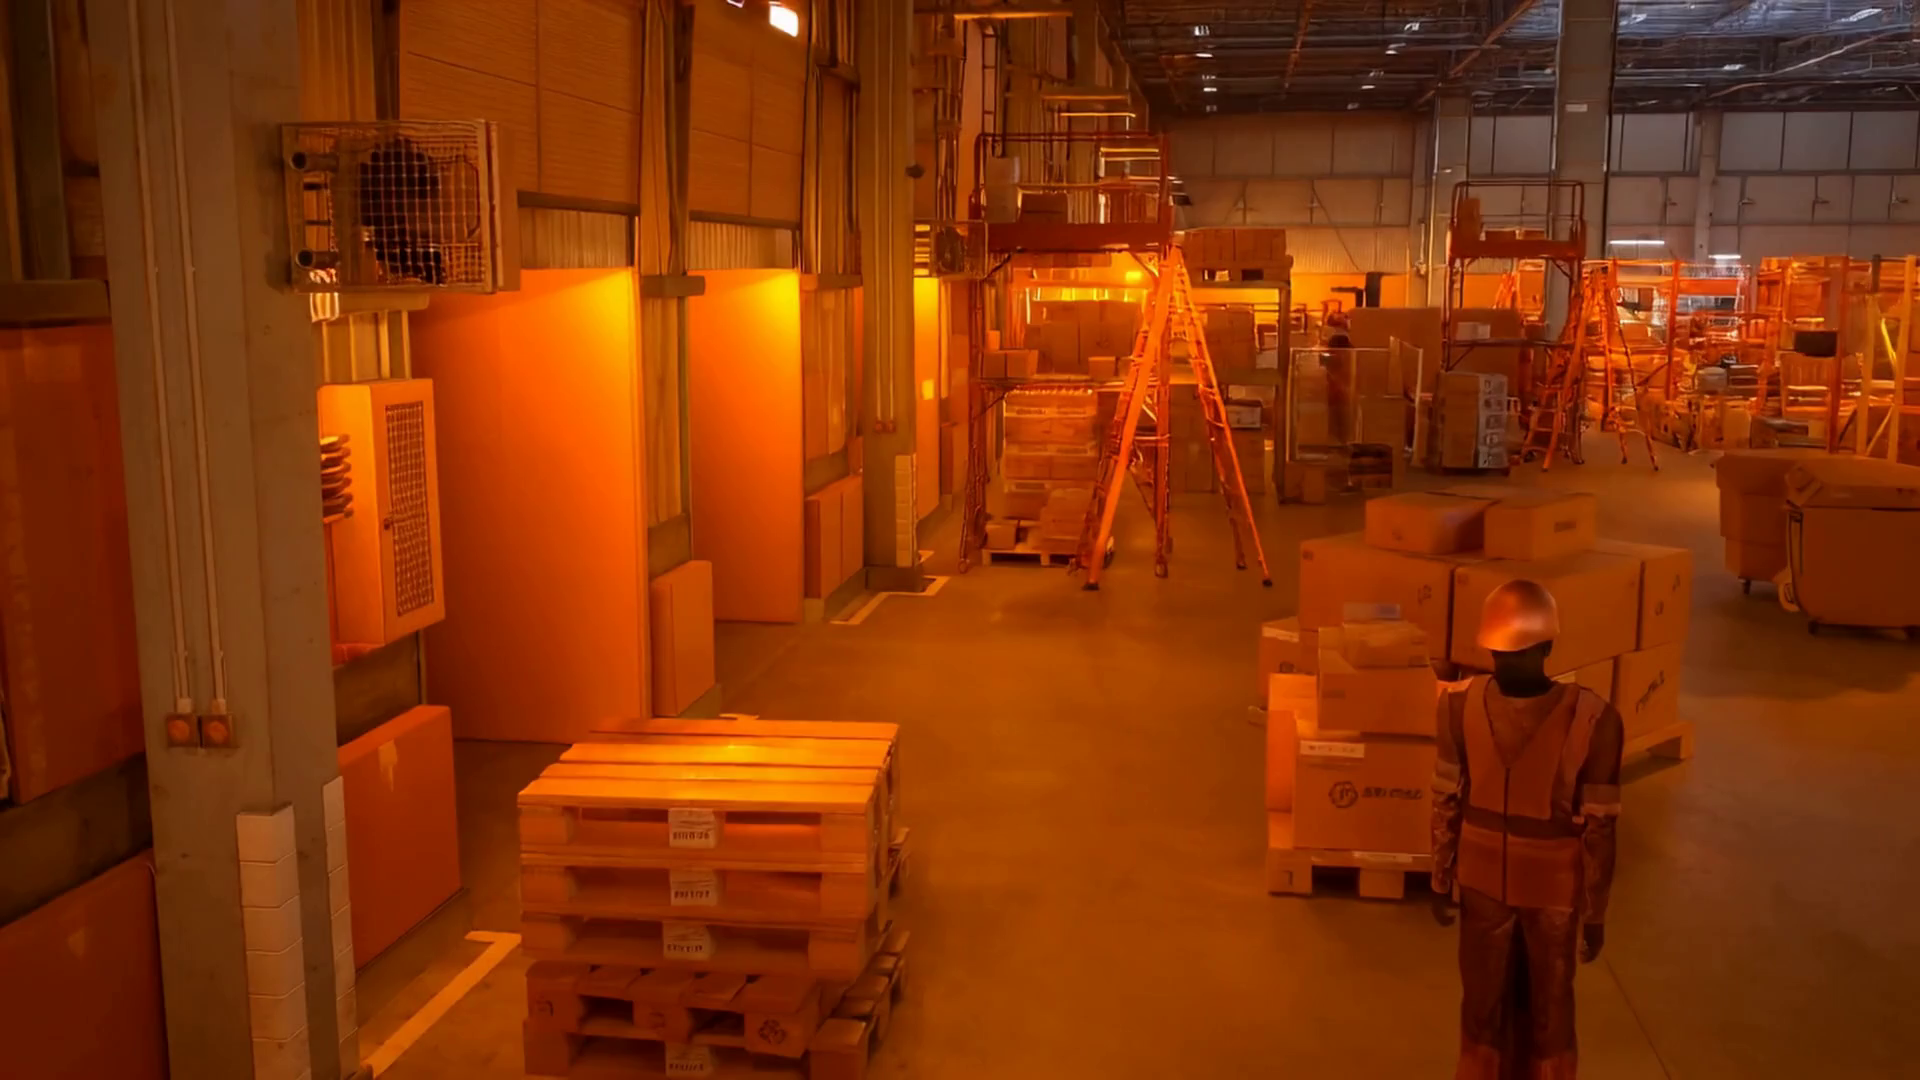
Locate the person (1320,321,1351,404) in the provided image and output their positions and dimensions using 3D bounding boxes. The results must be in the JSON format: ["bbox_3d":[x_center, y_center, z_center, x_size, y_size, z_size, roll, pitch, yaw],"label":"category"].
[{"bbox_3d":[7.280,-3.295,32.191,0.569,1.883,0.964,-7,12,-39],"label":"person"}]

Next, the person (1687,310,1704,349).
[{"bbox_3d":[21.880,-6.009,49.502,0.530,1.689,0.321,-3,10,-18],"label":"person"}]

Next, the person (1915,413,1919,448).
[{"bbox_3d":[15.571,-2.337,26.699,0.320,1.739,0.485,5,11,30],"label":"person"}]

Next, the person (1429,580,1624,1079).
[{"bbox_3d":[1.725,1.064,5.172,0.586,1.918,0.398,7,12,37],"label":"person"}]

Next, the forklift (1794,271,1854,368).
[{"bbox_3d":[25.215,-6.340,47.865,1.873,2.768,1.129,0,9,2],"label":"forklift"}]

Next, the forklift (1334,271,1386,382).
[{"bbox_3d":[10.436,-5.400,42.069,1.873,2.768,1.129,1,9,9],"label":"forklift"}]

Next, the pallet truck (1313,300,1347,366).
[{"bbox_3d":[11.159,-6.200,49.718,0.823,1.965,1.885,4,10,26],"label":"pallet truck"}]
